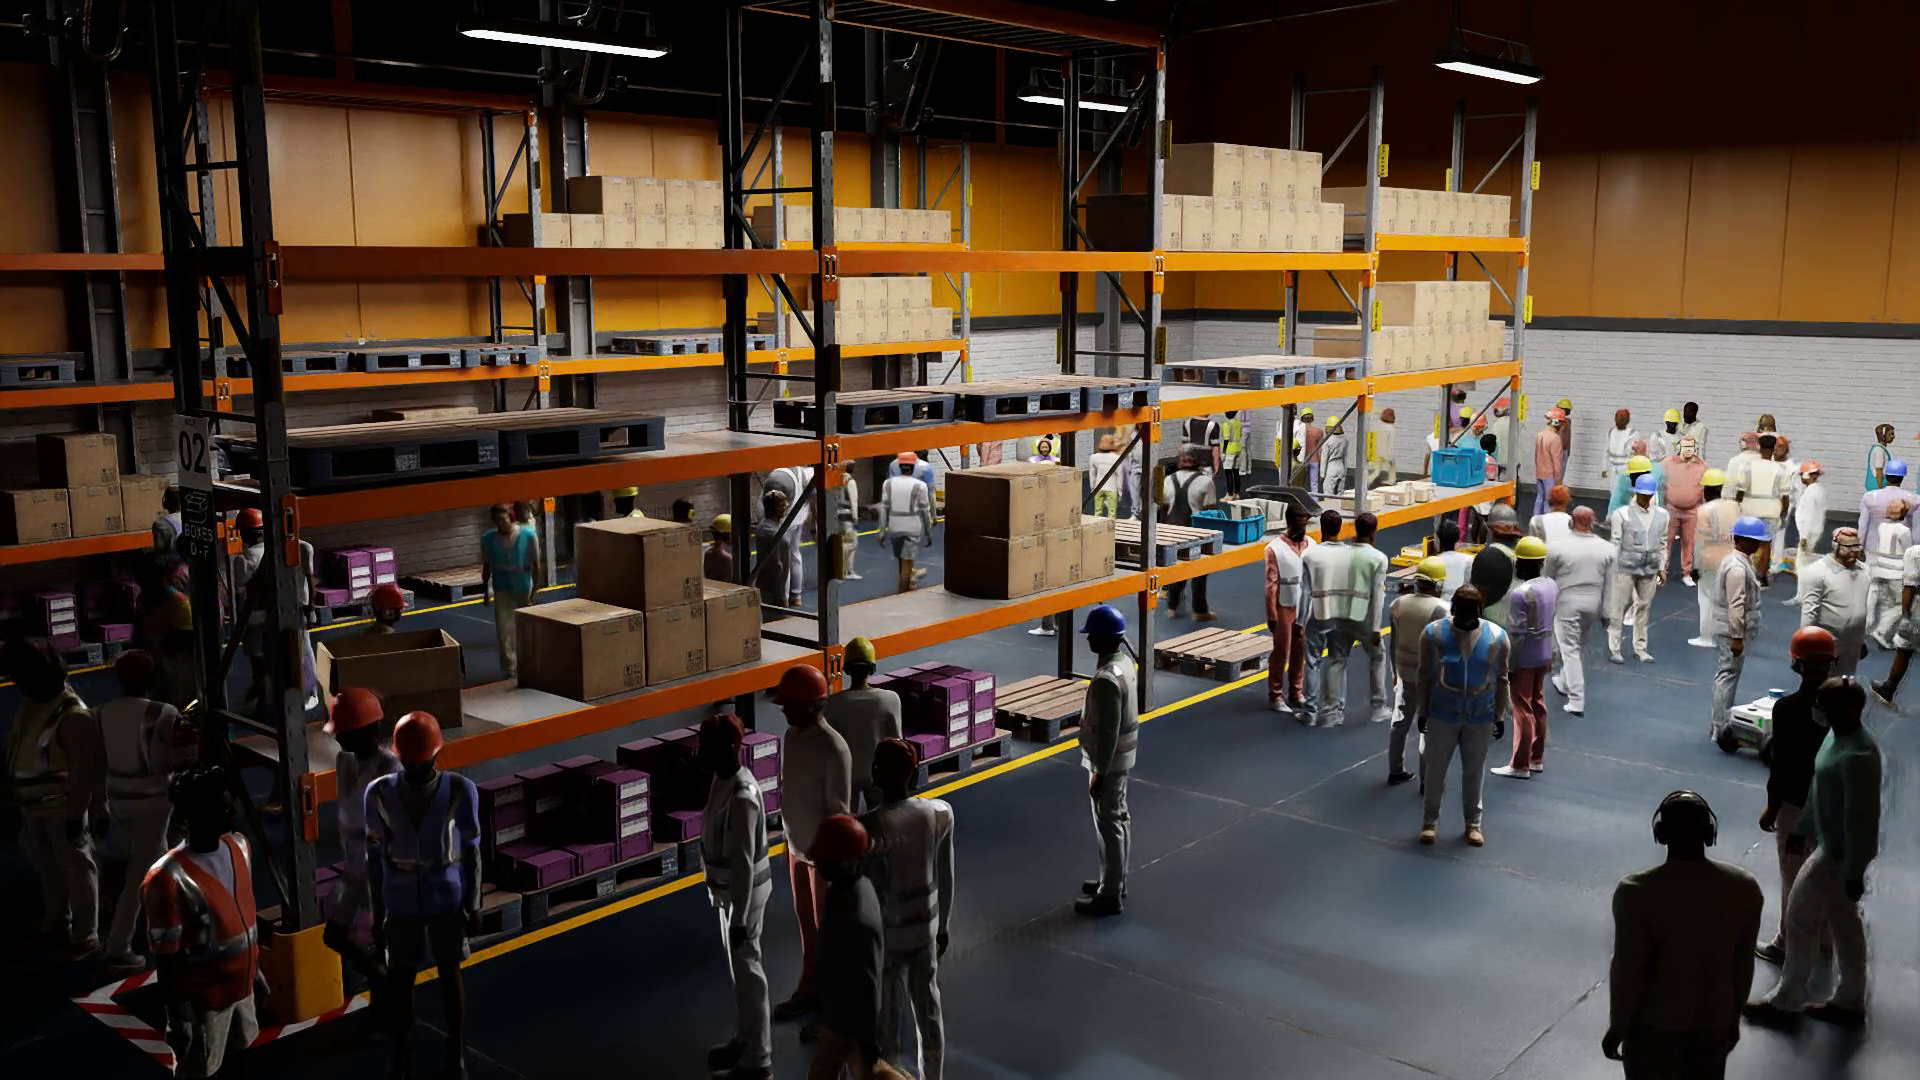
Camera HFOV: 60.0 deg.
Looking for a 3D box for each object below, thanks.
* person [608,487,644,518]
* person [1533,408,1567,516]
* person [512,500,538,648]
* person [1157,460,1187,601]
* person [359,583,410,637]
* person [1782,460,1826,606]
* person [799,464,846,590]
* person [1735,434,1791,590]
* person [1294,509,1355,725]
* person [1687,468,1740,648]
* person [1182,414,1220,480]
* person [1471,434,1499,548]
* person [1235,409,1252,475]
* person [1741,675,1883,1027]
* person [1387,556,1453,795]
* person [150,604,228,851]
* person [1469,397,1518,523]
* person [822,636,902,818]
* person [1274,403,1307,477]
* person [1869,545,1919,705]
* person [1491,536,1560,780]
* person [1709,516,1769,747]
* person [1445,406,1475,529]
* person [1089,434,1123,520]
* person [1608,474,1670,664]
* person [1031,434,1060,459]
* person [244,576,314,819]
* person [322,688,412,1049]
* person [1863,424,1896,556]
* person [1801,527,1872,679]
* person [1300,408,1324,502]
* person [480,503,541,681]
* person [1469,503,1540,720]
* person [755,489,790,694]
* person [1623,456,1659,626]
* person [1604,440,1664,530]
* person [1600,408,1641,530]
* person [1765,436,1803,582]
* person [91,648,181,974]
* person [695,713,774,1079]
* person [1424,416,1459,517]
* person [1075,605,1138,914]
[{"bbox_3d":[-3.295,0.340,16.603,0.386,1.922,0.594,-2,10,-11],"label":"person"},{"bbox_3d":[8.472,-0.907,23.868,0.394,1.985,0.608,-1,10,-8],"label":"person"},{"bbox_3d":[-4.576,0.328,17.642,0.319,1.603,0.585,2,10,10],"label":"person"},{"bbox_3d":[2.546,-0.120,20.023,0.539,1.695,0.319,-4,10,-23],"label":"person"},{"bbox_3d":[-4.230,1.181,12.153,0.499,1.736,0.562,-8,13,-41],"label":"person"},{"bbox_3d":[10.081,-0.078,19.710,0.443,1.727,0.587,7,12,34],"label":"person"},{"bbox_3d":[-1.822,-0.269,20.603,0.886,1.798,0.567,-8,13,-41],"label":"person"},{"bbox_3d":[9.932,-0.350,20.619,0.652,1.948,0.427,5,11,27],"label":"person"},{"bbox_3d":[3.239,0.686,14.600,0.599,1.908,0.396,-2,10,-14],"label":"person"},{"bbox_3d":[7.931,0.208,17.429,0.596,1.910,0.550,-5,11,-29],"label":"person"},{"bbox_3d":[3.695,-1.188,25.431,0.614,2.029,0.409,6,11,31],"label":"person"},{"bbox_3d":[7.296,-0.633,23.088,0.315,1.695,0.541,-1,10,-6],"label":"person"},{"bbox_3d":[5.399,-2.046,31.732,0.318,1.630,0.513,6,11,31],"label":"person"},{"bbox_3d":[4.527,1.642,8.848,0.735,1.913,0.649,5,11,26],"label":"person"},{"bbox_3d":[3.567,1.030,12.802,0.408,1.823,0.593,-7,12,-37],"label":"person"},{"bbox_3d":[-5.305,1.293,11.483,0.484,1.737,0.320,-5,11,-27],"label":"person"},{"bbox_3d":[8.396,-1.251,25.991,0.633,1.949,0.931,-6,11,-31],"label":"person"},{"bbox_3d":[-0.620,1.469,10.333,0.533,1.767,0.312,-2,10,-15],"label":"person"},{"bbox_3d":[5.208,-1.259,26.289,0.358,1.880,0.576,-8,12,-38],"label":"person"},{"bbox_3d":[8.597,0.633,14.840,0.633,1.916,1.002,0,10,0],"label":"person"},{"bbox_3d":[4.461,0.924,13.108,0.587,1.928,0.362,-9,13,-43],"label":"person"},{"bbox_3d":[6.561,0.757,14.053,0.390,1.942,0.618,4,10,23],"label":"person"},{"bbox_3d":[7.588,-1.078,25.125,0.564,1.914,0.605,-4,10,-21],"label":"person"},{"bbox_3d":[2.077,-0.684,23.572,0.500,1.636,0.280,5,11,25],"label":"person"},{"bbox_3d":[6.870,0.289,16.848,0.605,1.943,0.401,-1,10,-4],"label":"person"},{"bbox_3d":[1.343,-1.004,25.298,0.531,1.697,0.322,0,10,-2],"label":"person"},{"bbox_3d":[-4.982,1.130,12.193,0.470,1.821,0.543,-6,11,-33],"label":"person"},{"bbox_3d":[-3.039,1.688,8.547,0.562,1.919,0.407,7,12,36],"label":"person"},{"bbox_3d":[12.697,-0.687,22.971,0.345,1.846,0.508,4,10,23],"label":"person"},{"bbox_3d":[7.236,0.832,13.718,0.652,1.906,0.403,-3,10,-17],"label":"person"},{"bbox_3d":[5.505,-1.223,26.432,0.523,1.760,0.325,-1,10,-8],"label":"person"},{"bbox_3d":[-4.357,0.469,16.248,0.576,1.797,0.837,-1,10,-6],"label":"person"},{"bbox_3d":[4.695,0.660,14.344,0.697,2.000,0.853,-5,11,-27],"label":"person"},{"bbox_3d":[-1.745,0.483,15.704,0.373,1.940,0.630,-2,10,-12],"label":"person"},{"bbox_3d":[7.587,0.009,18.616,0.386,1.915,0.586,3,10,17],"label":"person"},{"bbox_3d":[8.281,-0.314,20.649,0.658,1.868,0.853,-4,10,-23],"label":"person"},{"bbox_3d":[10.123,-1.092,25.386,0.849,1.862,0.609,-5,11,-29],"label":"person"},{"bbox_3d":[10.533,-0.424,21.415,0.905,1.861,0.570,-8,12,-40],"label":"person"},{"bbox_3d":[-4.772,1.546,9.708,0.585,1.836,1.005,3,10,18],"label":"person"},{"bbox_3d":[-1.115,1.766,8.244,0.359,1.877,0.576,-3,10,-15],"label":"person"},{"bbox_3d":[7.247,-1.008,25.010,0.563,1.811,0.915,0,10,0],"label":"person"},{"bbox_3d":[0.921,1.364,10.418,0.389,1.946,0.614,2,10,14],"label":"person"}]
